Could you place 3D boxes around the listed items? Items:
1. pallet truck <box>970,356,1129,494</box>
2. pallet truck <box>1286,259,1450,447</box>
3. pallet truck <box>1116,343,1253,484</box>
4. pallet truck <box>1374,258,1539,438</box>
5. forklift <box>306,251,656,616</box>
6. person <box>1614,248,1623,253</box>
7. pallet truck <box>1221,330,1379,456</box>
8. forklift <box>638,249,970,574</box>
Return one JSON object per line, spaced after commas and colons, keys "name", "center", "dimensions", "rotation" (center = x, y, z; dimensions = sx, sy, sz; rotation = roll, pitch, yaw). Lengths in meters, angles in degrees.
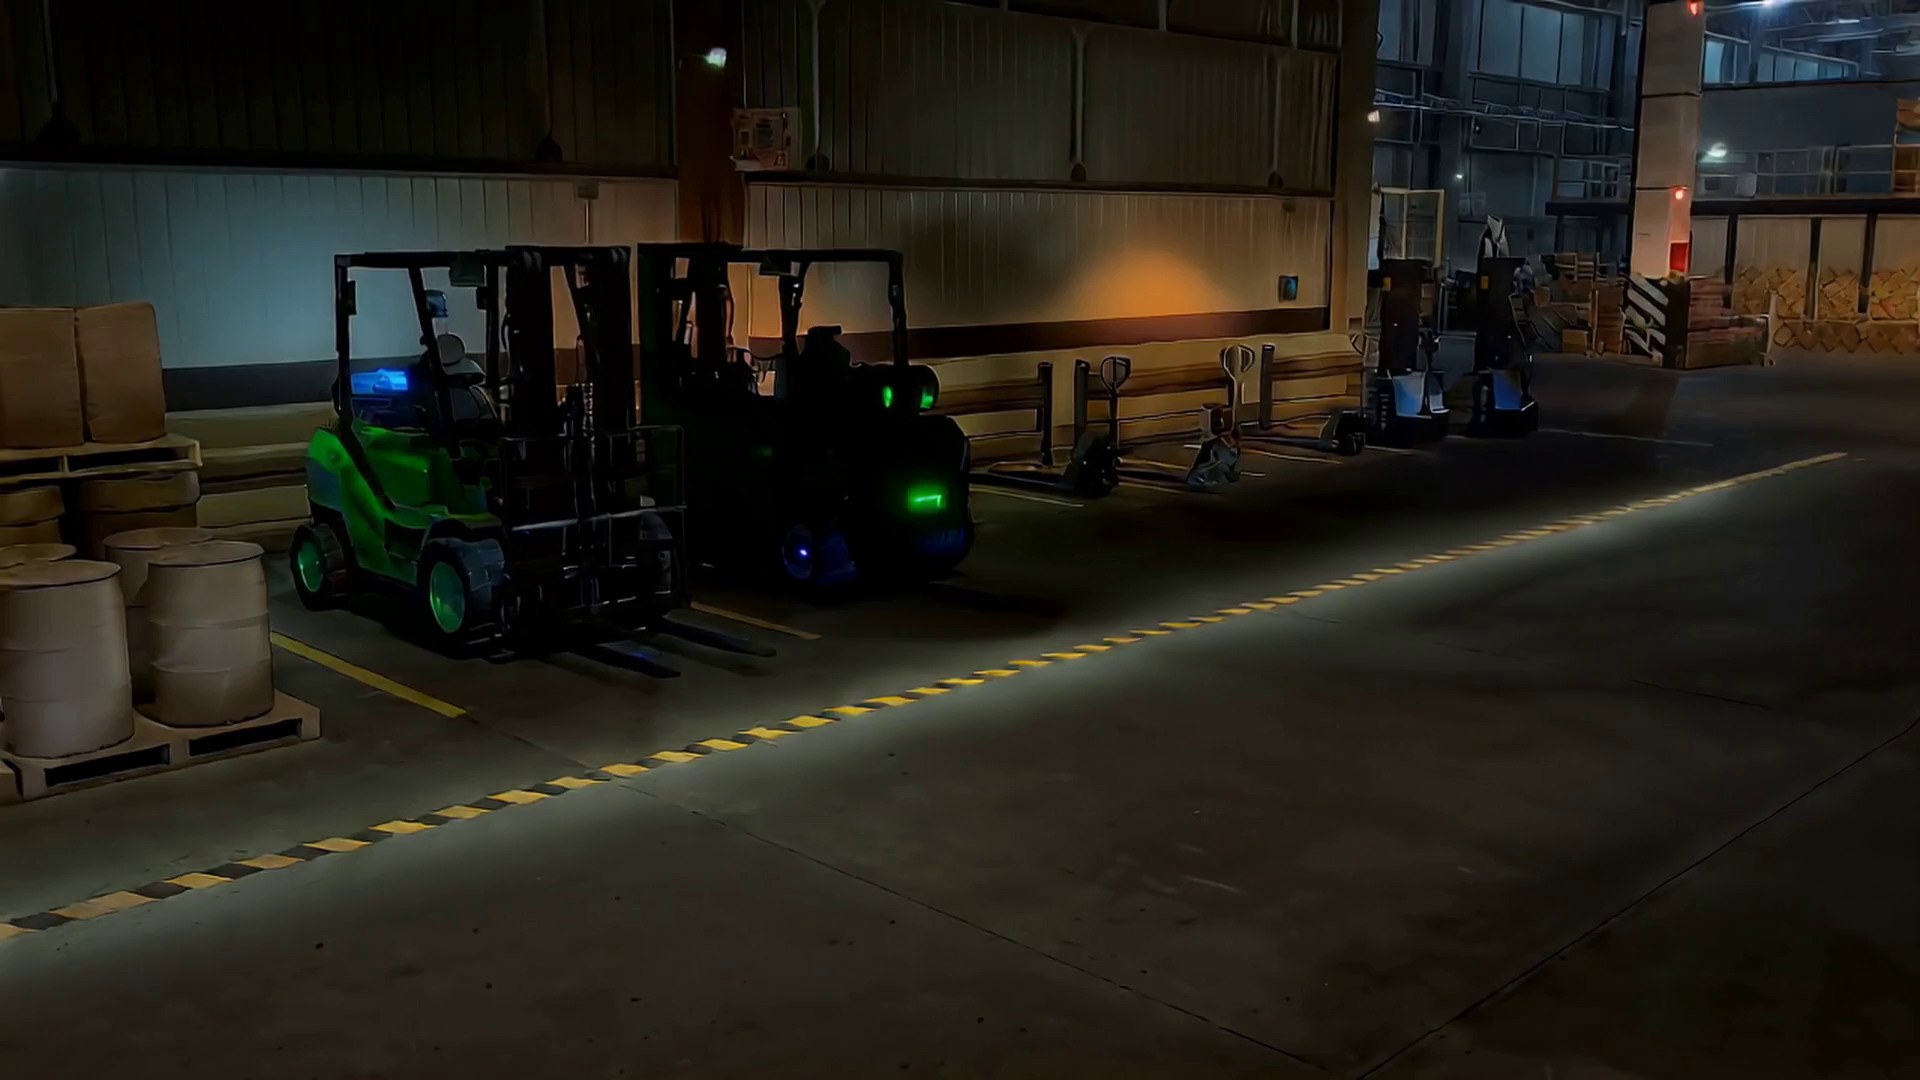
{"name": "pallet truck", "center": [0.784, -1.085, 14.876], "dimensions": [0.680, 1.201, 1.601], "rotation": [-10, 14, -44]}
{"name": "pallet truck", "center": [4.493, -2.078, 18.196], "dimensions": [0.823, 1.965, 1.885], "rotation": [-9, 14, -40]}
{"name": "pallet truck", "center": [1.962, -1.215, 15.415], "dimensions": [1.522, 1.261, 0.704], "rotation": [10, 14, 43]}
{"name": "pallet truck", "center": [5.704, -2.208, 18.901], "dimensions": [1.885, 1.965, 0.823], "rotation": [10, 14, 43]}
{"name": "forklift", "center": [-2.833, -0.669, 9.694], "dimensions": [1.157, 1.987, 2.680], "rotation": [-10, 14, -44]}
{"name": "person", "center": [18.068, -7.079, 45.774], "dimensions": [0.574, 1.885, 0.355], "rotation": [-10, 14, -43]}
{"name": "pallet truck", "center": [3.563, -1.581, 17.381], "dimensions": [0.653, 1.274, 1.630], "rotation": [-10, 14, -44]}
{"name": "forklift", "center": [-1.173, -0.958, 11.239], "dimensions": [2.680, 1.987, 1.157], "rotation": [10, 14, 43]}
